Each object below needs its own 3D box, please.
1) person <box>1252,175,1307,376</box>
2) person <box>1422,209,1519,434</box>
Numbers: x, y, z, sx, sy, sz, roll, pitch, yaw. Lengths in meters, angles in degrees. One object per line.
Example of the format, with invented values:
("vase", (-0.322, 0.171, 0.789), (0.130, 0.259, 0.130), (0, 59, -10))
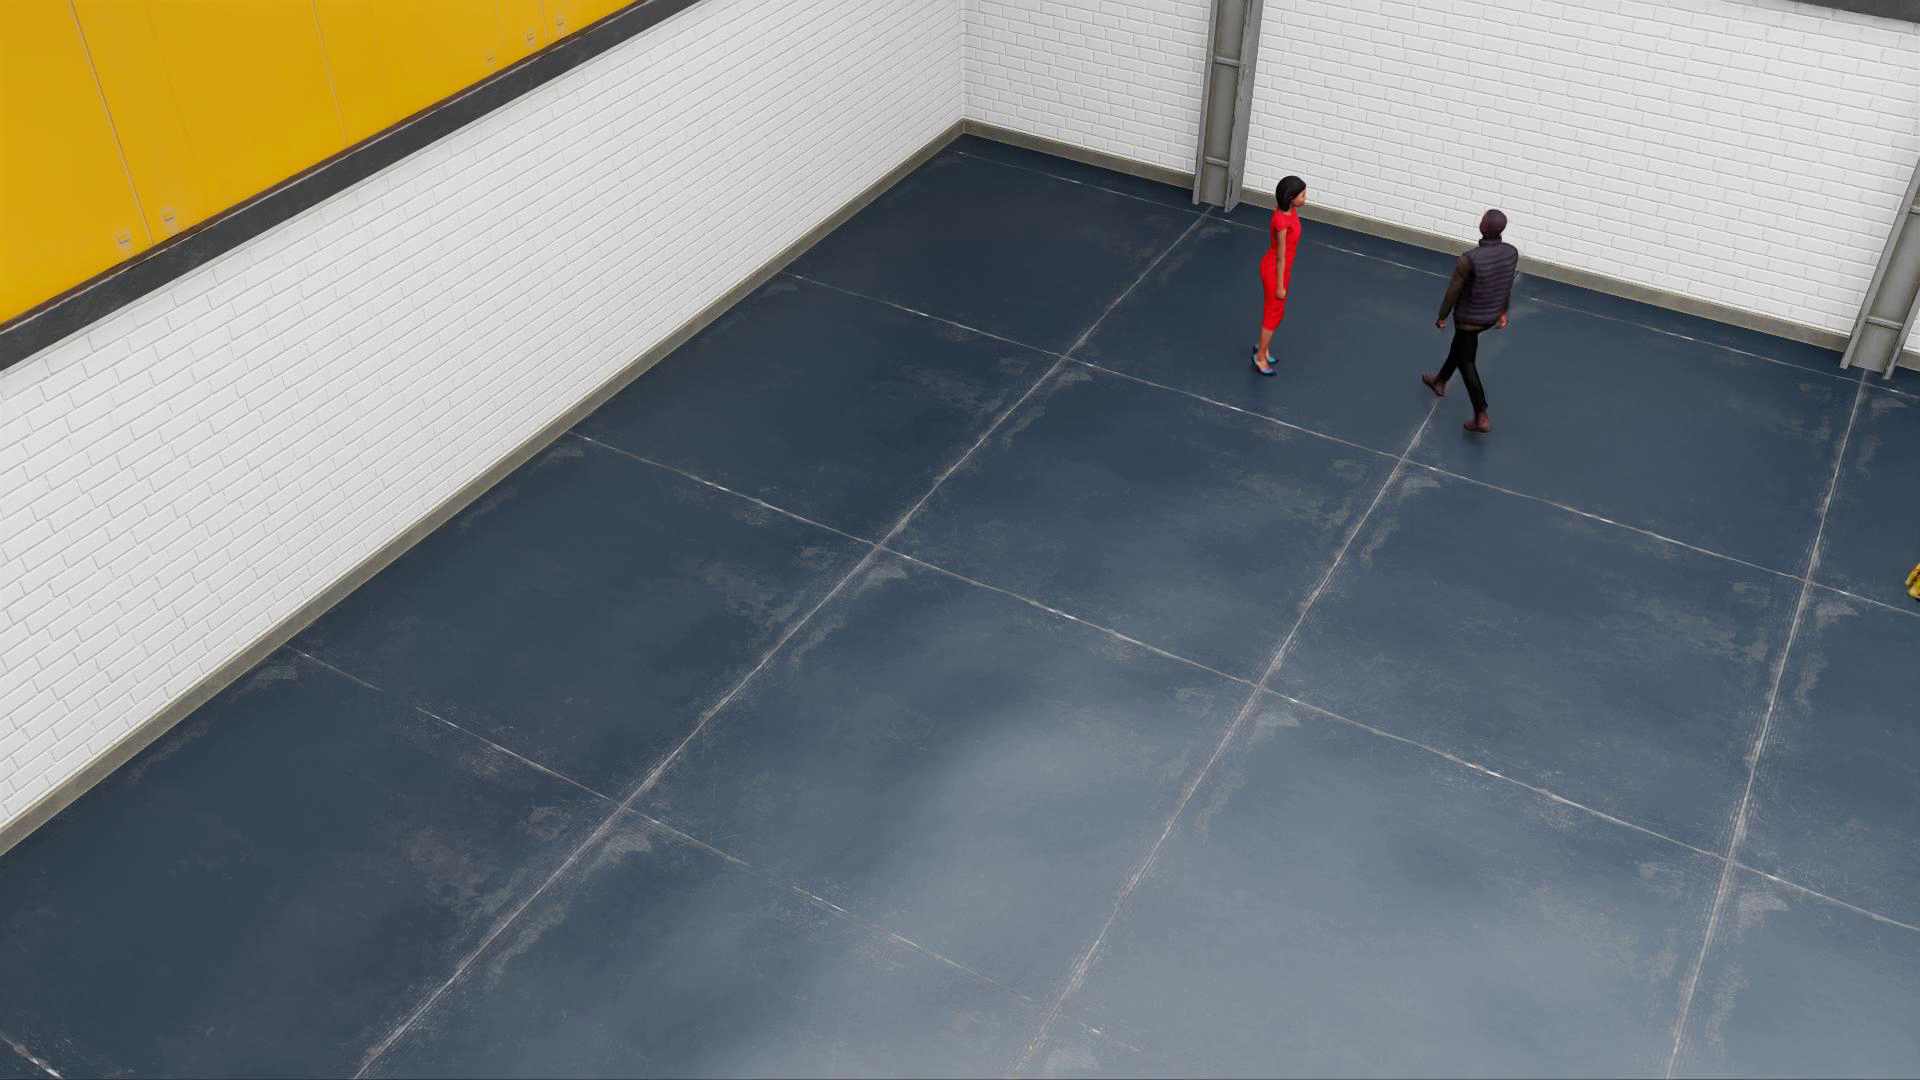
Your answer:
("person", (2.591, -2.172, 13.657), (0.571, 1.738, 0.621), (11, 40, 14))
("person", (4.063, -1.676, 12.993), (1.153, 1.793, 1.311), (-16, 41, -19))
